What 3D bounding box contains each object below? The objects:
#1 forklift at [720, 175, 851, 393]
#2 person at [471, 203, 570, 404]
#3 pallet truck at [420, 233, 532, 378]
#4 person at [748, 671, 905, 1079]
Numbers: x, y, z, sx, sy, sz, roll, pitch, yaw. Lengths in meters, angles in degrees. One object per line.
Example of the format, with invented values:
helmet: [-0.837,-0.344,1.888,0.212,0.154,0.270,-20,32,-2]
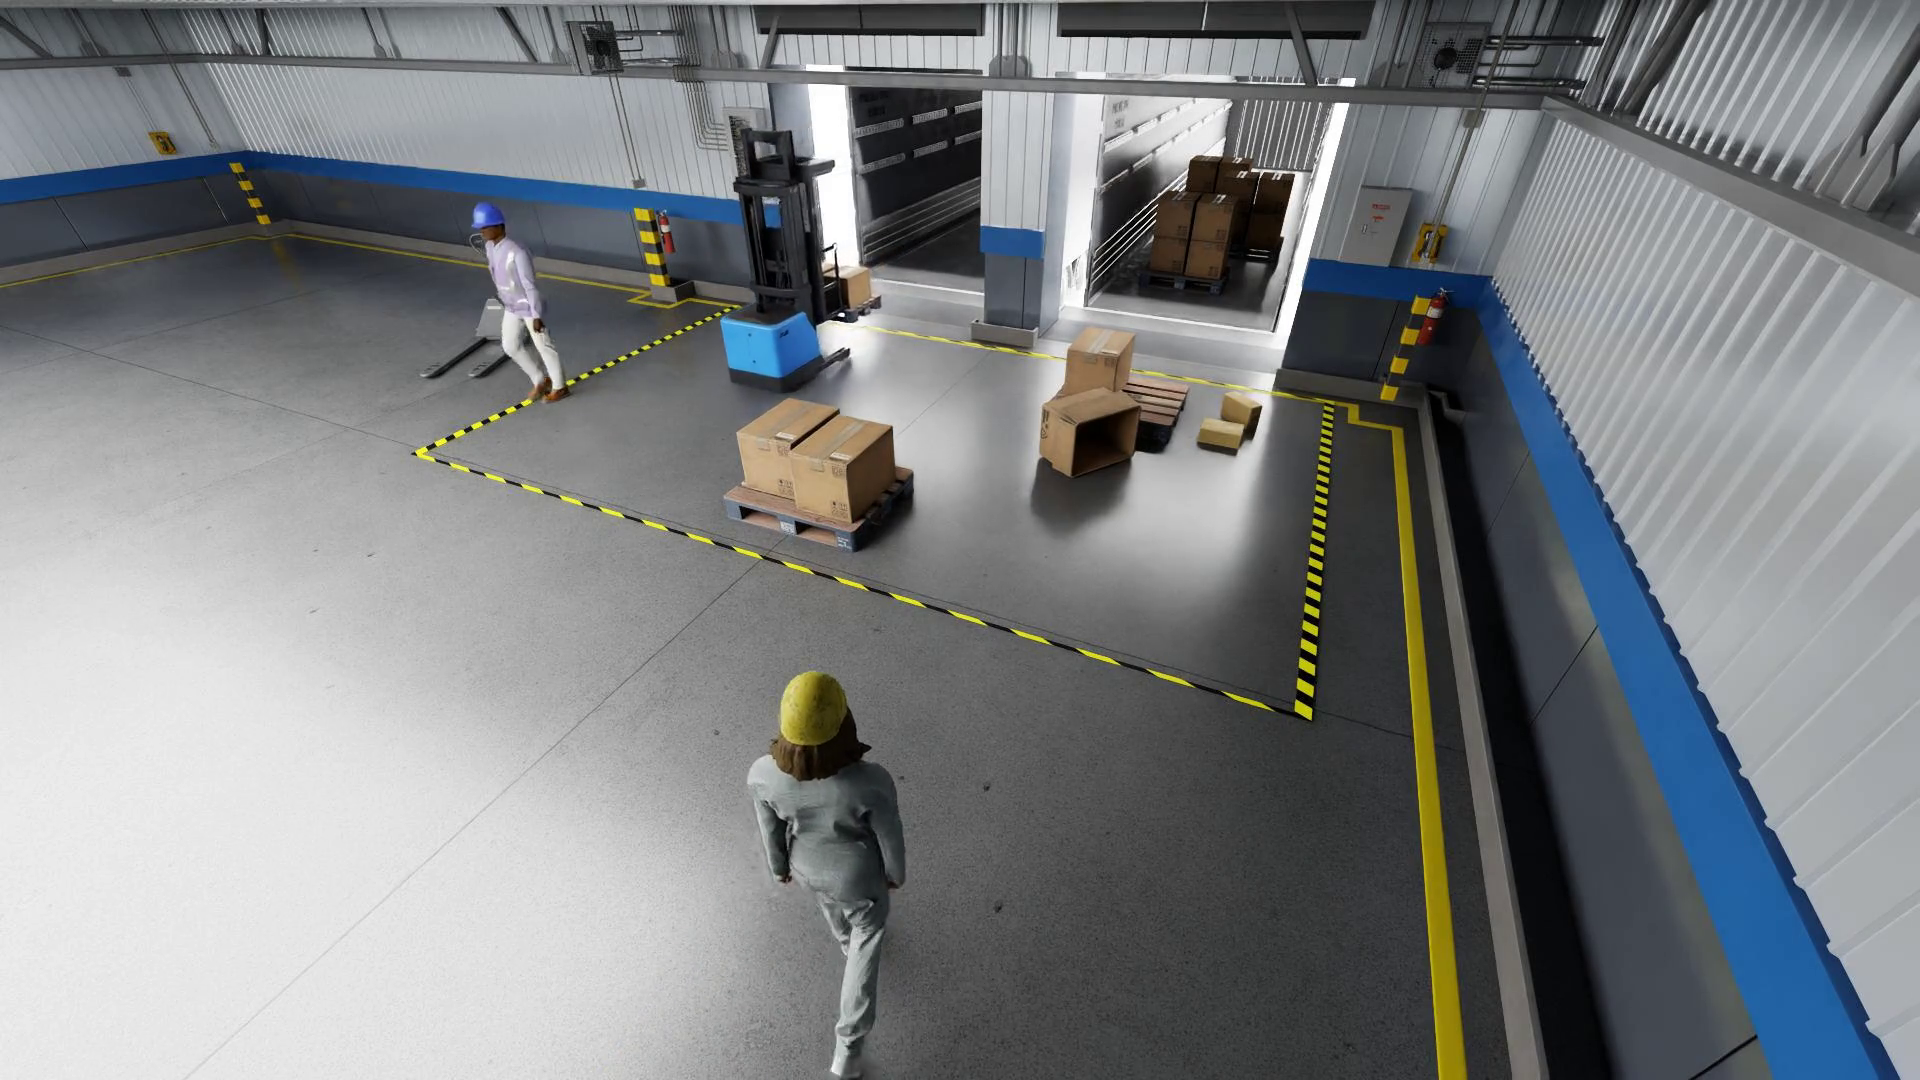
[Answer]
forklift: [-2.003,-2.642,7.637,0.716,2.013,0.776,15,38,20]
person: [-4.294,-2.263,7.193,0.631,1.936,0.455,18,39,24]
pallet truck: [-5.664,-2.712,8.427,0.680,1.201,1.601,0,35,-1]
person: [-0.444,1.177,2.557,0.494,1.721,0.770,5,36,7]
